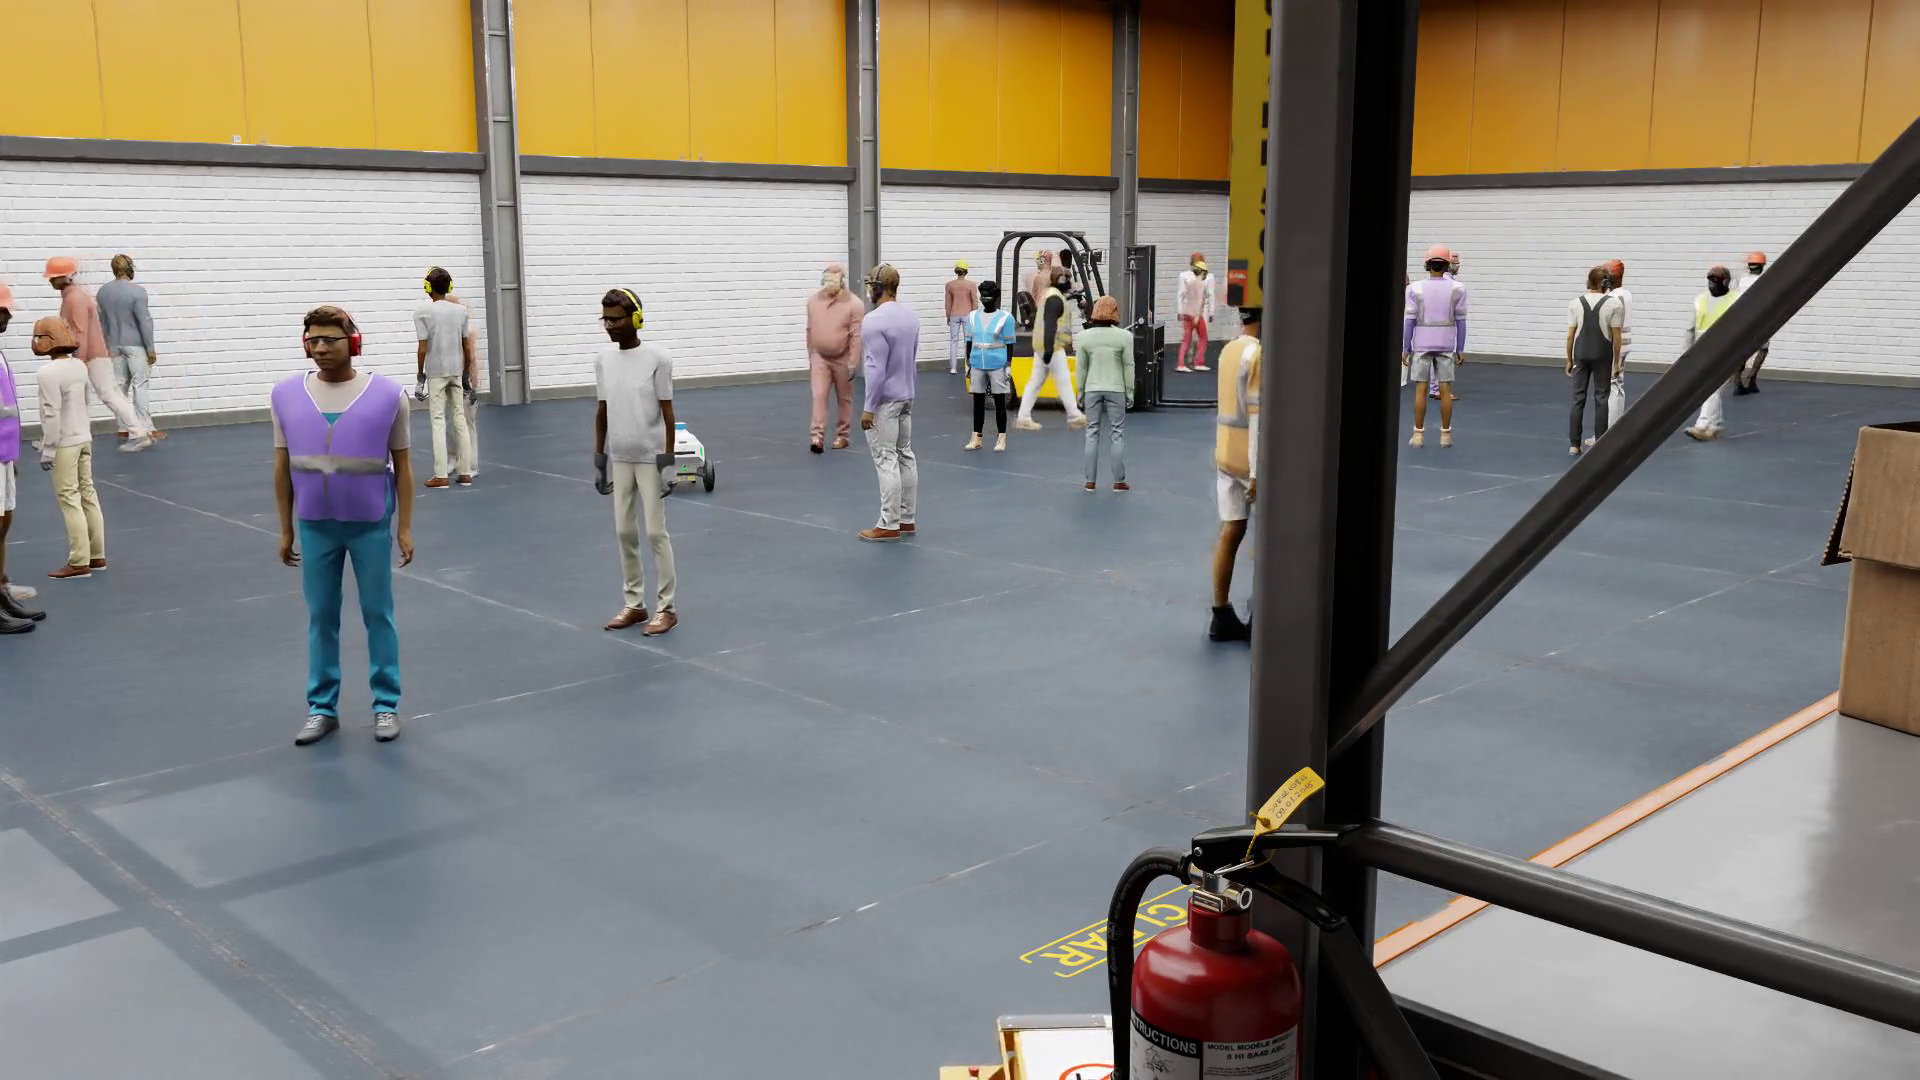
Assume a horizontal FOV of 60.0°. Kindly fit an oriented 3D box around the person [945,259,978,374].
[{"bbox_3d":[0.029,-3.420,25.534,0.525,1.772,0.309,3,11,16],"label":"person"}]

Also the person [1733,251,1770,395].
[{"bbox_3d":[10.554,-2.881,22.179,0.515,1.918,0.566,-7,12,-33],"label":"person"}]

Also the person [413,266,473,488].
[{"bbox_3d":[-4.381,-1.372,14.091,0.328,1.872,0.514,10,14,43],"label":"person"}]

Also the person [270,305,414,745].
[{"bbox_3d":[-2.583,-0.064,7.022,0.564,1.846,0.394,-1,10,-5],"label":"person"}]

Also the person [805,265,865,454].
[{"bbox_3d":[-1.250,-1.763,16.318,0.653,1.836,0.974,2,11,13],"label":"person"}]

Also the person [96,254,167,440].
[{"bbox_3d":[-8.637,-1.995,17.303,0.627,1.940,0.371,3,11,17],"label":"person"}]

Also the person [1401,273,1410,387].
[{"bbox_3d":[6.192,-2.963,23.401,0.308,1.640,0.511,5,12,27],"label":"person"}]

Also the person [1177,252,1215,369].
[{"bbox_3d":[3.784,-3.677,26.658,0.605,1.873,0.486,2,11,11],"label":"person"}]

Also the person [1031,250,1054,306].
[{"bbox_3d":[1.258,-3.370,24.885,0.407,1.910,0.638,5,12,26],"label":"person"}]

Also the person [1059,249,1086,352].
[{"bbox_3d":[1.729,-3.755,26.985,1.021,1.913,0.609,-9,13,-39],"label":"person"}]

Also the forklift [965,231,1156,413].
[{"bbox_3d":[1.222,-2.721,20.561,2.313,2.155,1.214,2,11,13],"label":"forklift"}]

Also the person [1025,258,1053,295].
[{"bbox_3d":[1.318,-3.610,26.262,0.592,1.882,0.885,4,11,20],"label":"person"}]

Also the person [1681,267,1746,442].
[{"bbox_3d":[7.762,-1.922,17.282,0.896,1.799,0.642,-6,12,-29],"label":"person"}]

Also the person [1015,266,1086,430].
[{"bbox_3d":[1.033,-2.096,18.262,0.905,1.790,0.650,-1,10,-7],"label":"person"}]

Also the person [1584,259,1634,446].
[{"bbox_3d":[6.604,-1.890,16.871,0.355,1.887,0.573,8,13,36],"label":"person"}]

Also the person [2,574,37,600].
[{"bbox_3d":[-5.930,-0.597,9.683,0.811,1.957,0.637,-2,11,-11],"label":"person"}]

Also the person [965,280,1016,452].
[{"bbox_3d":[0.286,-1.710,16.419,0.533,1.693,0.319,4,11,23],"label":"person"}]

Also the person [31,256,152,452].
[{"bbox_3d":[-8.512,-1.789,16.208,1.054,1.933,0.660,-9,13,-39],"label":"person"}]

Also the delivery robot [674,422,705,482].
[{"bbox_3d":[-2.360,-0.748,14.020,0.477,0.478,0.707,-3,11,-15],"label":"delivery robot"}]

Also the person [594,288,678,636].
[{"bbox_3d":[-1.743,-0.417,8.937,0.530,1.855,0.334,5,11,24],"label":"person"}]

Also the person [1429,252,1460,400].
[{"bbox_3d":[6.335,-2.773,21.632,0.409,1.907,0.651,1,10,4],"label":"person"}]

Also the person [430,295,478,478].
[{"bbox_3d":[-4.402,-1.324,14.515,0.526,1.613,0.401,6,12,28],"label":"person"}]

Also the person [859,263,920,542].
[{"bbox_3d":[-0.500,-0.953,11.621,0.354,1.937,0.635,5,12,25],"label":"person"}]

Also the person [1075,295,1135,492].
[{"bbox_3d":[1.210,-1.214,13.870,0.497,1.634,0.278,3,11,14],"label":"person"}]

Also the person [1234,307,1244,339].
[{"bbox_3d":[3.809,-2.709,21.371,0.643,1.877,0.809,-3,11,-14],"label":"person"}]

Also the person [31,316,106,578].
[{"bbox_3d":[-5.588,-0.577,10.402,0.270,1.632,0.508,0,10,-2],"label":"person"}]

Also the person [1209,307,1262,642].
[{"bbox_3d":[1.585,-0.413,8.698,0.636,1.920,0.558,-3,11,-16],"label":"person"}]

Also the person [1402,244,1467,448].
[{"bbox_3d":[4.768,-1.947,16.753,0.613,2.041,0.393,2,11,8],"label":"person"}]

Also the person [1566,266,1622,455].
[{"bbox_3d":[6.120,-1.721,16.082,0.505,1.838,0.349,7,13,35],"label":"person"}]

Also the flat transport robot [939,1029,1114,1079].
[{"bbox_3d":[0.677,1.316,3.798,1.431,0.197,0.652,0,10,-2],"label":"flat transport robot"}]

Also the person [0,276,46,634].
[{"bbox_3d":[-5.190,-0.464,8.966,0.378,1.932,0.551,-3,11,-16],"label":"person"}]

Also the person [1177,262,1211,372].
[{"bbox_3d":[3.661,-3.469,25.923,0.687,1.706,0.546,-5,11,-24],"label":"person"}]
